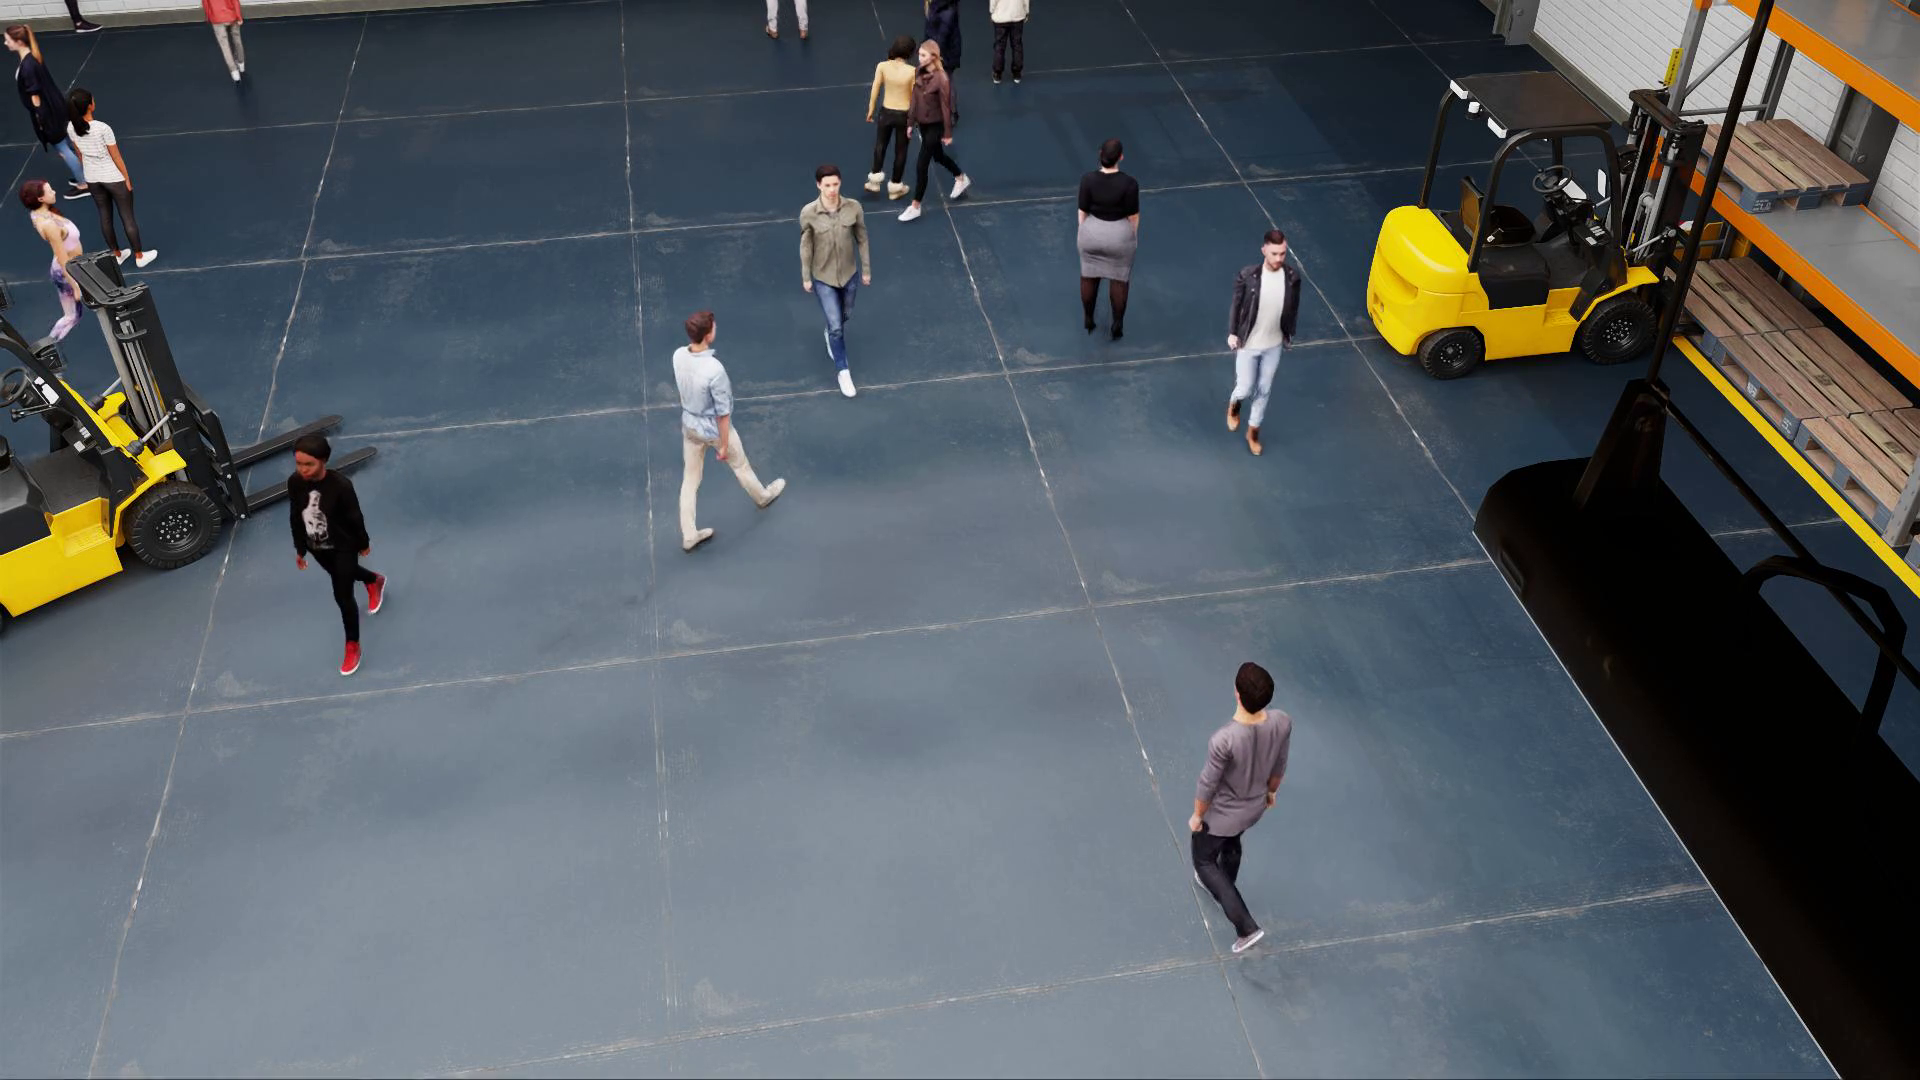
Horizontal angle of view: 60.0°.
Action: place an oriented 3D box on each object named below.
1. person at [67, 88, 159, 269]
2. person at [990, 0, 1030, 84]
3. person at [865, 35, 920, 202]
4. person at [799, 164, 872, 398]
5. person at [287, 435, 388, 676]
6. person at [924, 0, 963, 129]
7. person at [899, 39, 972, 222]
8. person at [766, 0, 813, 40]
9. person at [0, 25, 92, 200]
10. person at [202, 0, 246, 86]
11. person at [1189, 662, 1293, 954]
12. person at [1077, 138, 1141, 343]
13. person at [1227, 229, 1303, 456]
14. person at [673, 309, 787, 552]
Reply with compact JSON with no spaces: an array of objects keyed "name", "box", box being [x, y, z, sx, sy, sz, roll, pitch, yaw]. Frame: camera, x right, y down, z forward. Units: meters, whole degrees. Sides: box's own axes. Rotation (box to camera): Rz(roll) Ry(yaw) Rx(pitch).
[{"name":"person","box":[-7.556,-3.197,14.715,0.611,1.643,0.594,4,39,5]},{"name":"person","box":[0.531,-5.661,17.953,0.602,1.452,0.549,-2,39,-3]},{"name":"person","box":[-0.619,-3.991,15.724,0.814,1.625,0.767,2,39,3]},{"name":"person","box":[-1.007,-2.153,13.247,0.841,1.843,1.189,-13,40,-16]},{"name":"person","box":[-4.016,-0.014,10.732,0.856,1.639,1.166,7,39,9]},{"name":"person","box":[-0.155,-5.109,17.112,0.799,1.639,0.566,4,39,5]},{"name":"person","box":[-0.202,-3.860,15.529,1.029,1.664,1.147,-26,45,-29]},{"name":"person","box":[-1.967,-6.594,18.780,0.705,1.878,0.775,-14,41,-17]},{"name":"person","box":[-8.632,-4.072,15.784,0.703,1.677,0.514,-9,39,-11]},{"name":"person","box":[-7.947,-5.628,17.949,0.716,1.405,0.983,-20,43,-23]},{"name":"person","box":[1.483,1.439,8.756,0.885,1.835,1.052,-20,43,-23]},{"name":"person","box":[1.209,-2.467,13.708,0.767,1.759,0.773,11,40,13]},{"name":"person","box":[2.232,-1.533,12.484,0.668,1.827,0.732,-4,39,-5]},{"name":"person","box":[-1.813,-0.713,11.474,1.140,1.806,1.201,24,44,27]}]
